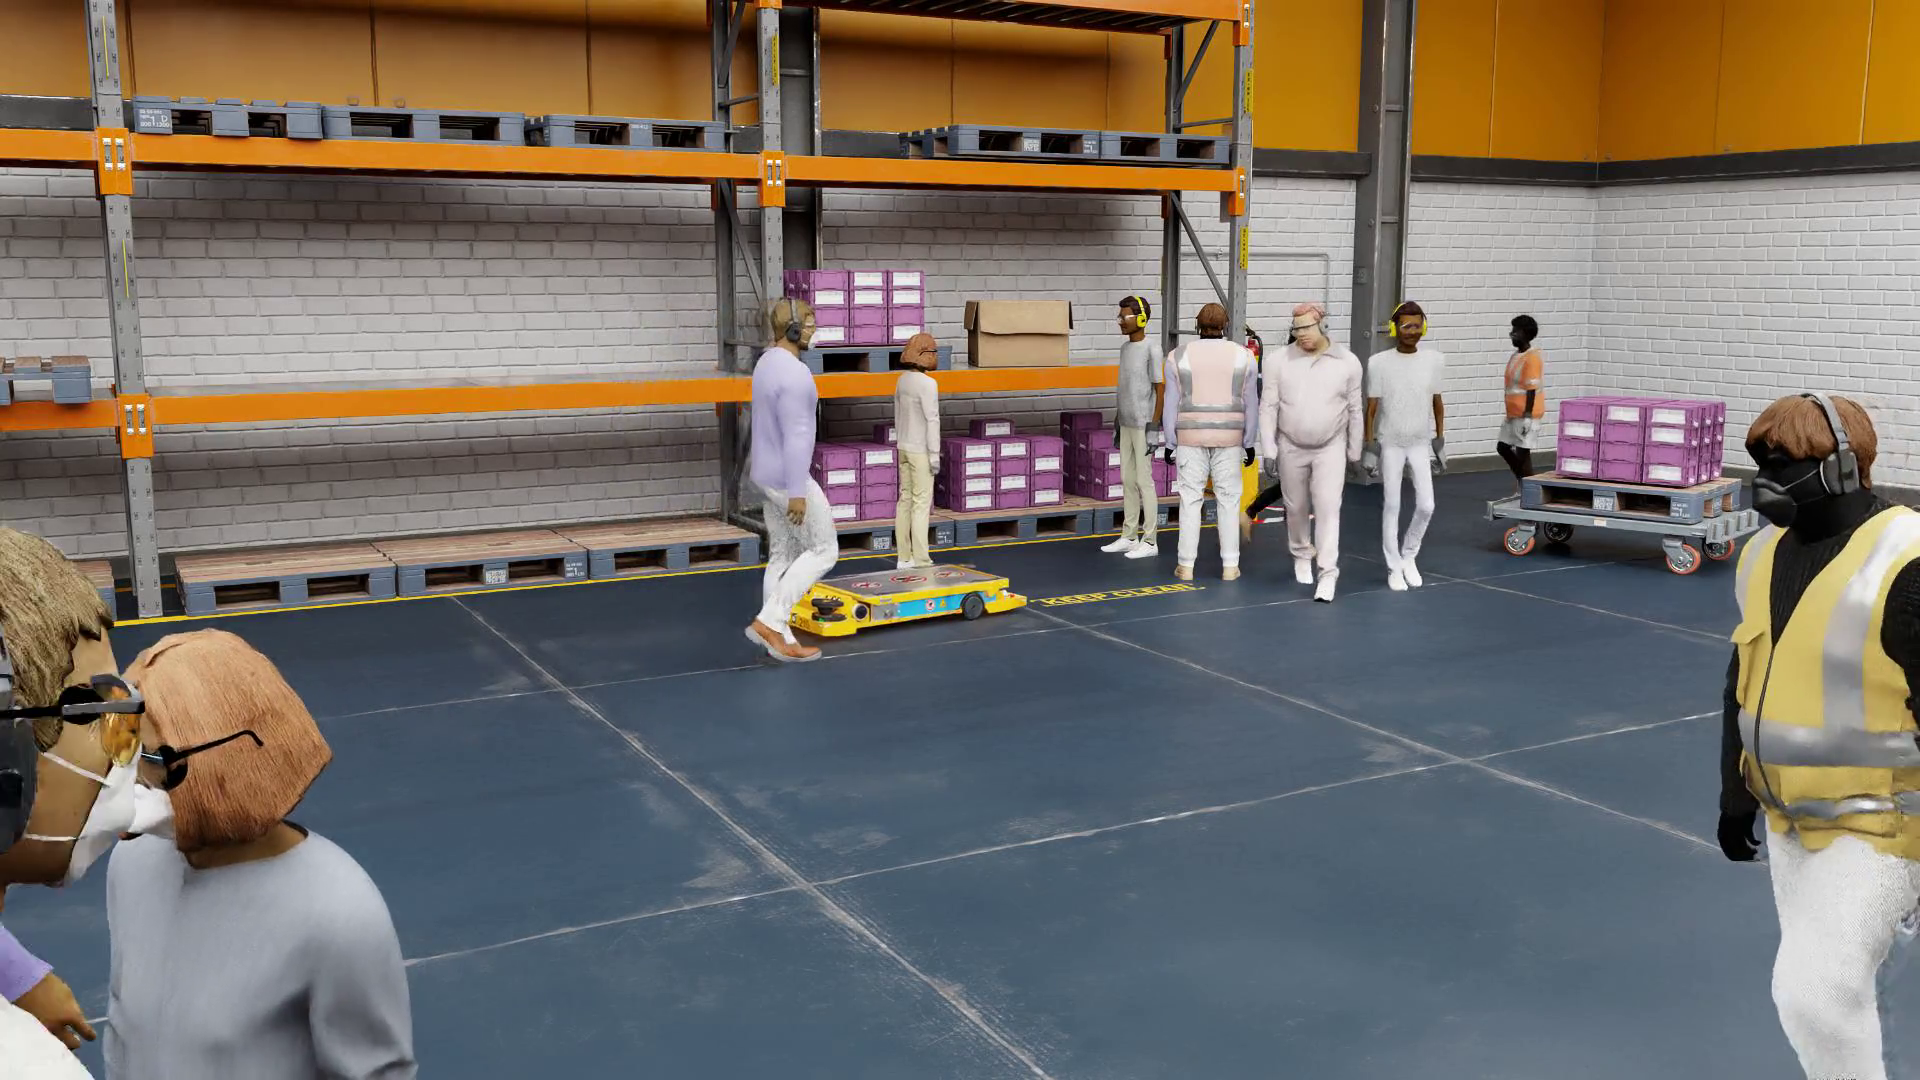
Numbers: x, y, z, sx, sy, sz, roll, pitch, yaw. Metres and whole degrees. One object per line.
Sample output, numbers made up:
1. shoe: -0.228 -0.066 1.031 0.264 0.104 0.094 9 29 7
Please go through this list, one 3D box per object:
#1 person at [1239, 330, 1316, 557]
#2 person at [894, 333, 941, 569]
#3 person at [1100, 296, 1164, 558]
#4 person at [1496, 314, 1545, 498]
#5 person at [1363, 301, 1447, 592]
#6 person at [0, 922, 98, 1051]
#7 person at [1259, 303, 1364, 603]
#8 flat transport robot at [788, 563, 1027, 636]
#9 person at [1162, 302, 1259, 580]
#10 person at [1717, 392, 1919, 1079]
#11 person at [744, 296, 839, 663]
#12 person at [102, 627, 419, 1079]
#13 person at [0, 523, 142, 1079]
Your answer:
1. person: 2.320 -0.718 11.956 0.585 1.680 0.529 0 9 2
2. person: -0.275 -0.574 11.211 0.285 1.633 0.501 -5 11 -29
3. person: 1.250 -0.799 11.899 0.313 1.860 0.538 -5 10 -27
4. person: 4.769 -1.058 14.025 0.400 1.677 0.565 0 9 -3
5. person: 2.851 -0.585 10.612 0.561 1.850 0.400 0 9 2
6. person: -1.614 0.640 2.644 0.513 2.013 0.627 -4 10 -20
7. person: 2.240 -0.577 10.609 0.656 1.858 0.960 2 10 14
8. flat transport robot: -0.364 0.334 9.819 1.431 0.197 0.652 -7 11 -35
9. person: 1.654 -0.646 11.020 0.633 1.843 0.429 1 9 4
10. person: 1.867 0.598 3.538 0.457 1.816 0.664 -1 9 -5
11. person: -0.861 -0.289 8.594 0.431 1.922 0.651 -4 10 -21
12. person: -0.911 0.913 2.152 0.507 1.630 0.268 5 11 28
13. person: -0.662 0.917 1.295 0.635 1.905 0.851 8 12 41
